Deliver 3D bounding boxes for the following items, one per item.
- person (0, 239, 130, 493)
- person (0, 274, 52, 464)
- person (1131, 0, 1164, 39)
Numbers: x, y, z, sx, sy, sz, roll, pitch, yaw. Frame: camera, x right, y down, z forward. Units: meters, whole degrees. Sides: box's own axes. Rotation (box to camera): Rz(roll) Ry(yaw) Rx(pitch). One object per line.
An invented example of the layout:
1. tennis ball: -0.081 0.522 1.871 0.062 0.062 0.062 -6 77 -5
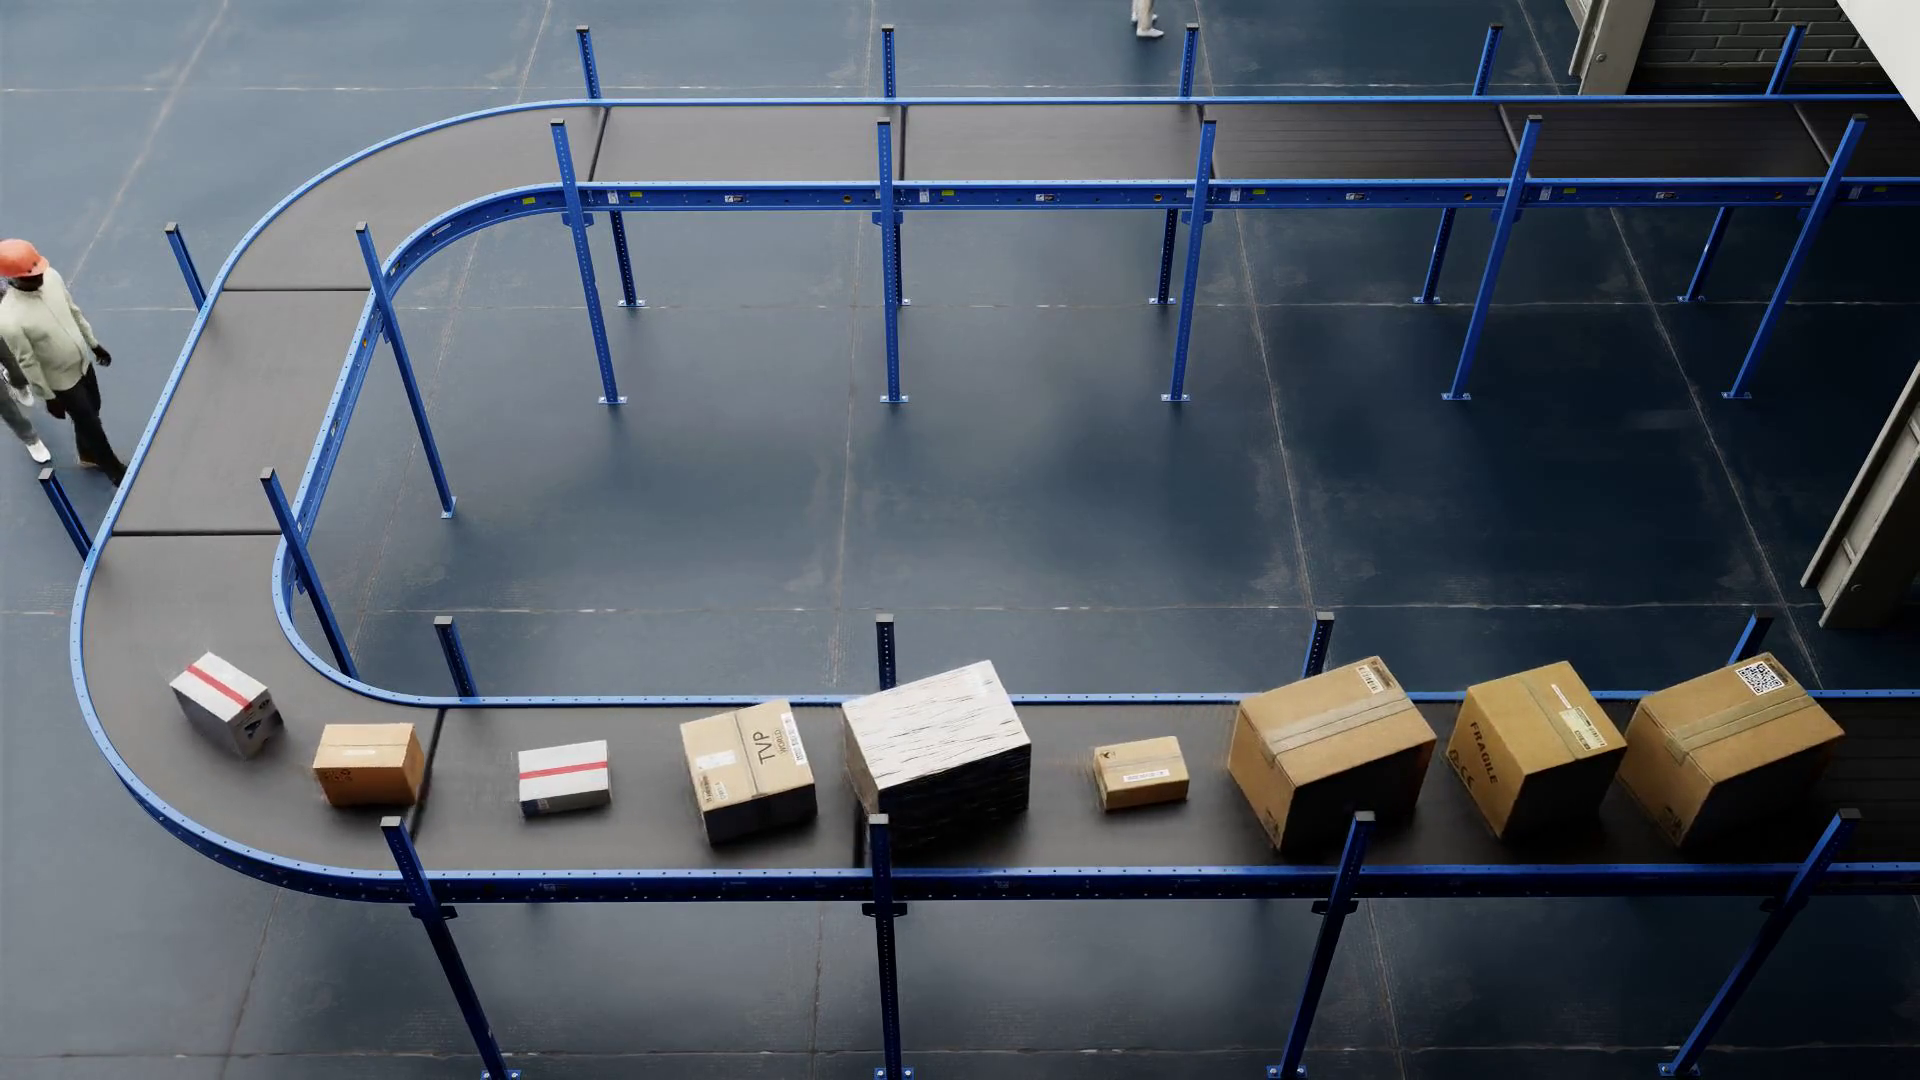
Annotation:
1. person: -5.705 -1.109 10.968 0.543 1.997 0.617 5 47 4
2. person: -6.463 -1.378 11.267 0.591 1.906 0.652 -36 56 -29
3. person: 1.671 -5.175 14.990 0.345 1.638 0.520 -11 48 -10
